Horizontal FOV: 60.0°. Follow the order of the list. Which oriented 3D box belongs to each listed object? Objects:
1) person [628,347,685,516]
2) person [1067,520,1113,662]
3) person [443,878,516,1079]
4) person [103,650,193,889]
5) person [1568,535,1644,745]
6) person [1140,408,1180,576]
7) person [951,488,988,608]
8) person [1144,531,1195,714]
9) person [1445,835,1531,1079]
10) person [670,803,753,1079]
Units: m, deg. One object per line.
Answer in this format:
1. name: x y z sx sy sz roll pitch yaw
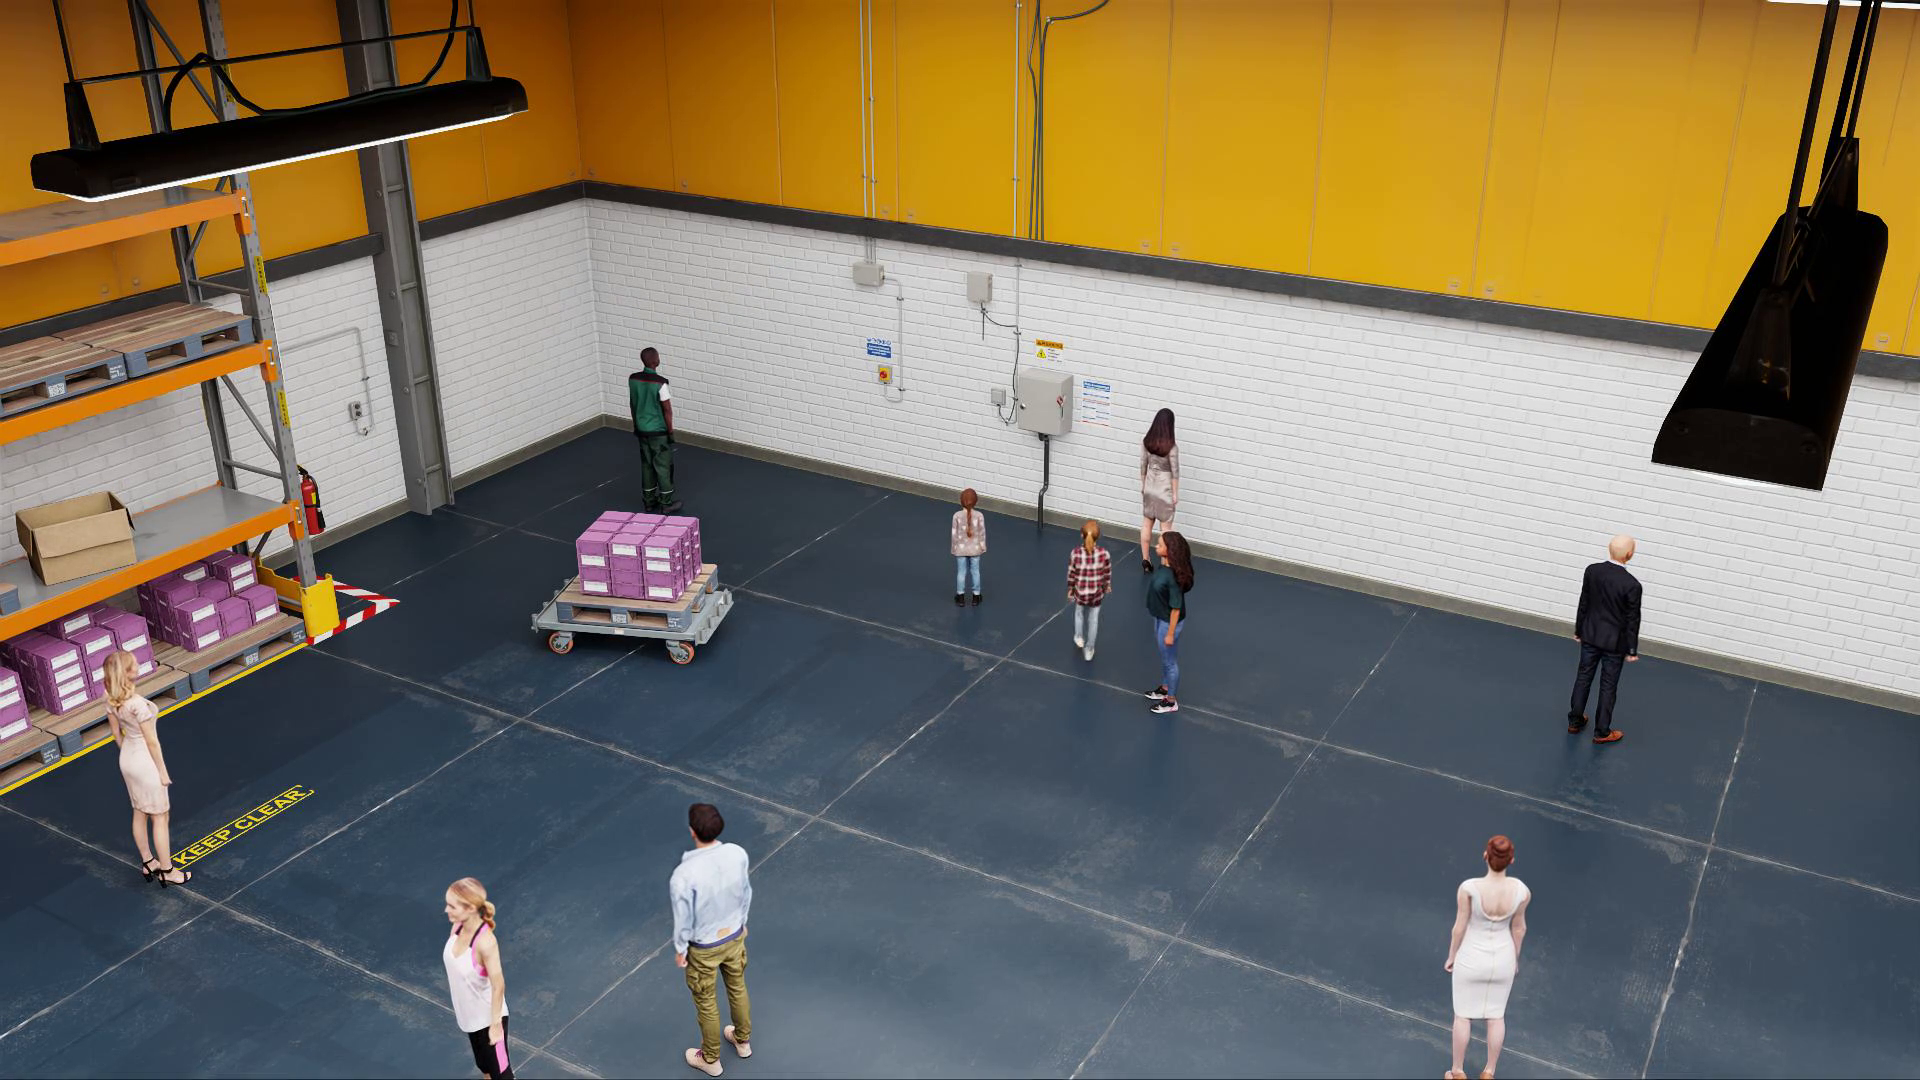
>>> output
1. person: -3.294 -1.183 17.892 0.674 1.839 0.585 12 26 25
2. person: 1.154 0.468 14.798 0.667 1.291 0.760 4 24 8
3. person: -2.636 2.628 9.235 0.630 1.788 0.672 -19 30 -37
4. person: -5.693 1.588 11.562 0.569 1.829 0.481 13 27 27
5. person: 5.214 0.785 13.437 0.718 1.800 0.766 -18 29 -35
6. person: 1.960 -0.463 16.360 0.626 1.746 0.575 20 30 38
7. person: 0.077 0.065 15.839 0.561 1.194 0.593 -1 24 -2
8. person: 1.753 0.675 13.919 0.762 1.616 0.673 0 24 1
9. person: 3.025 2.459 9.616 0.647 1.793 0.634 2 24 4
10. person: -1.457 2.349 9.844 0.614 1.812 0.798 -21 31 -39
